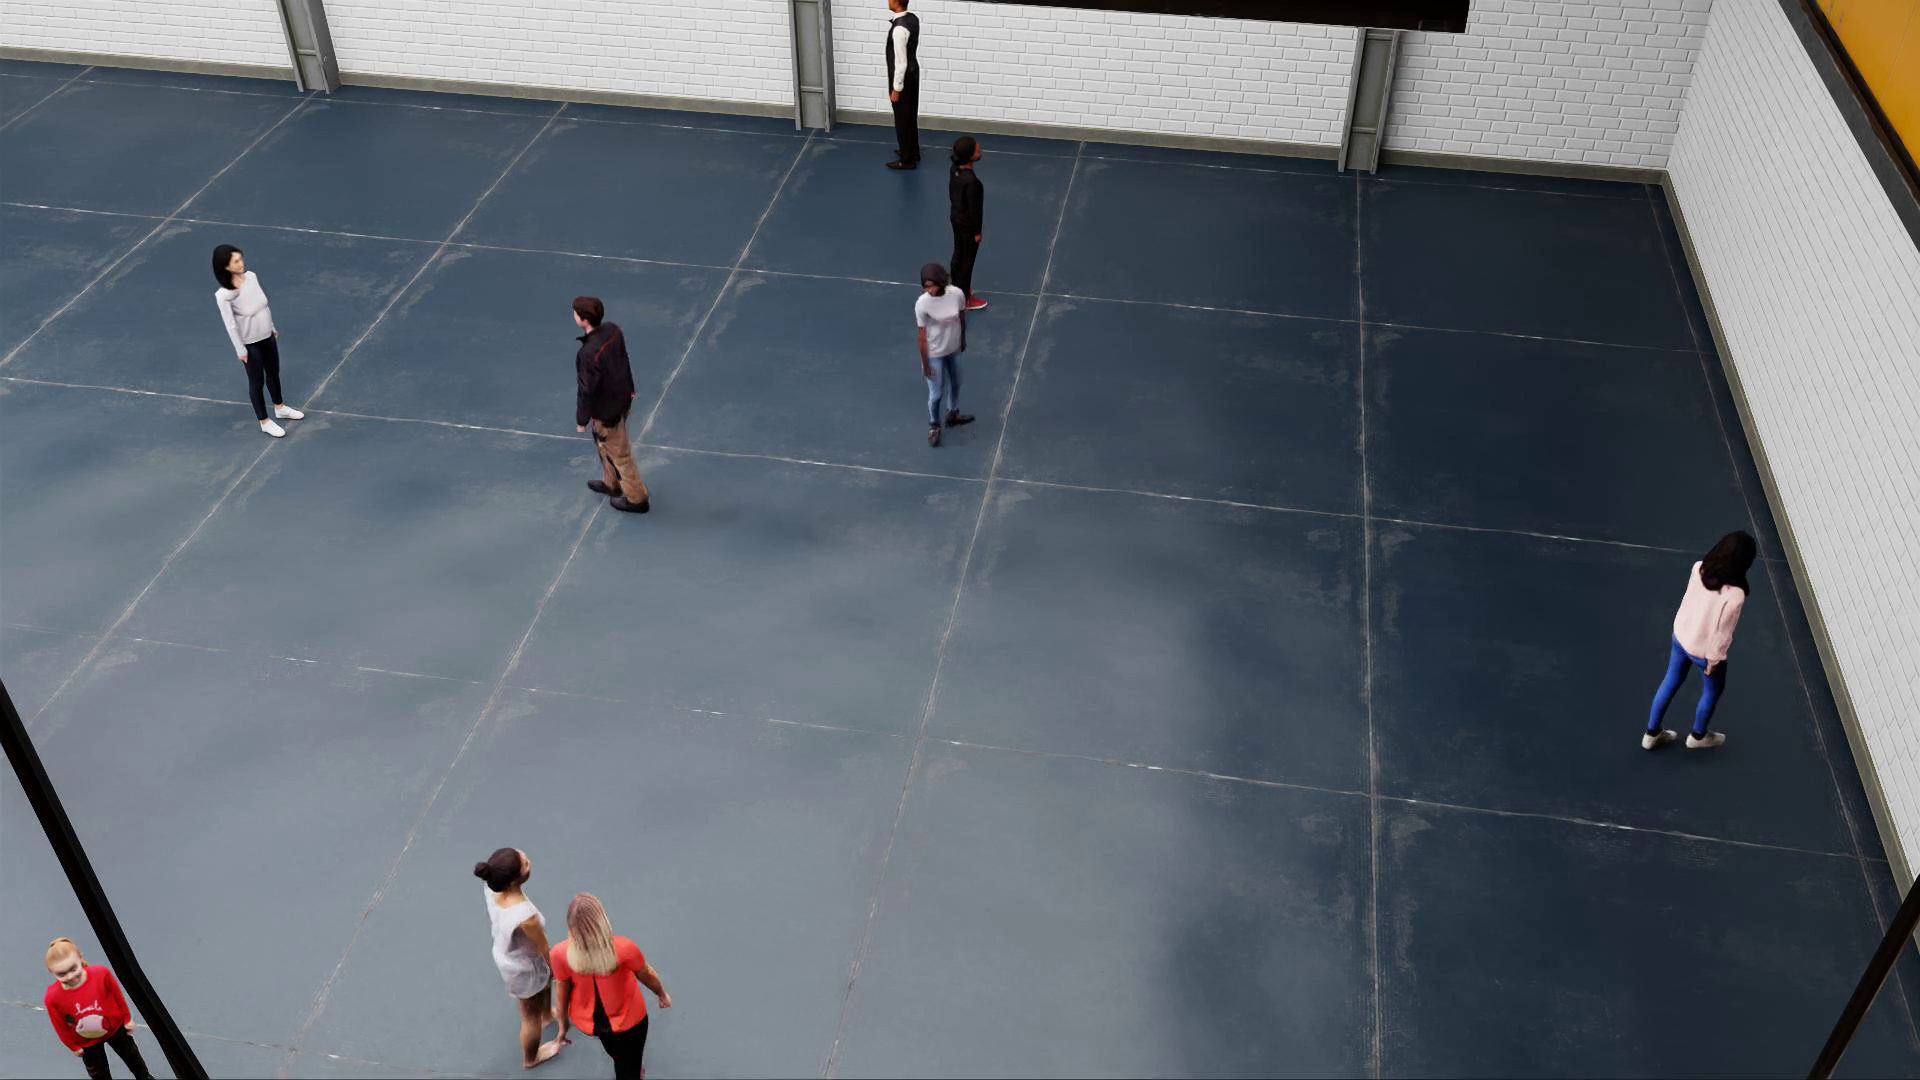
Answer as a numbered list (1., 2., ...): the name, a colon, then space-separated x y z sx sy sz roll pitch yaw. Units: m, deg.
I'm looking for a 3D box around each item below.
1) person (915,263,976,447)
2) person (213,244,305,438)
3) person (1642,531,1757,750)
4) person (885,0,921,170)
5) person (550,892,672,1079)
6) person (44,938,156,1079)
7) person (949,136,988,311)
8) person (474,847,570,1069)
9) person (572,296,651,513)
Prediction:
1. person: -0.118 -1.545 13.468 0.794 1.700 0.870 -31 48 -32
2. person: -5.781 -1.656 13.606 0.578 1.702 0.633 10 40 12
3. person: 4.649 0.688 10.628 0.912 1.754 0.842 -9 40 -11
4. person: -0.588 -4.829 17.405 0.581 1.918 0.709 9 39 11
5. person: -1.807 2.497 8.440 0.955 1.658 0.882 1 39 2
6. person: -4.496 2.550 8.676 0.586 1.281 0.637 -30 48 -32
7. person: 0.050 -2.903 15.189 0.699 1.674 0.671 -17 42 -21
8. person: -2.379 2.250 8.794 0.786 1.603 0.725 -27 46 -30
9. person: -2.575 -0.989 12.605 0.844 1.908 0.762 9 40 11
